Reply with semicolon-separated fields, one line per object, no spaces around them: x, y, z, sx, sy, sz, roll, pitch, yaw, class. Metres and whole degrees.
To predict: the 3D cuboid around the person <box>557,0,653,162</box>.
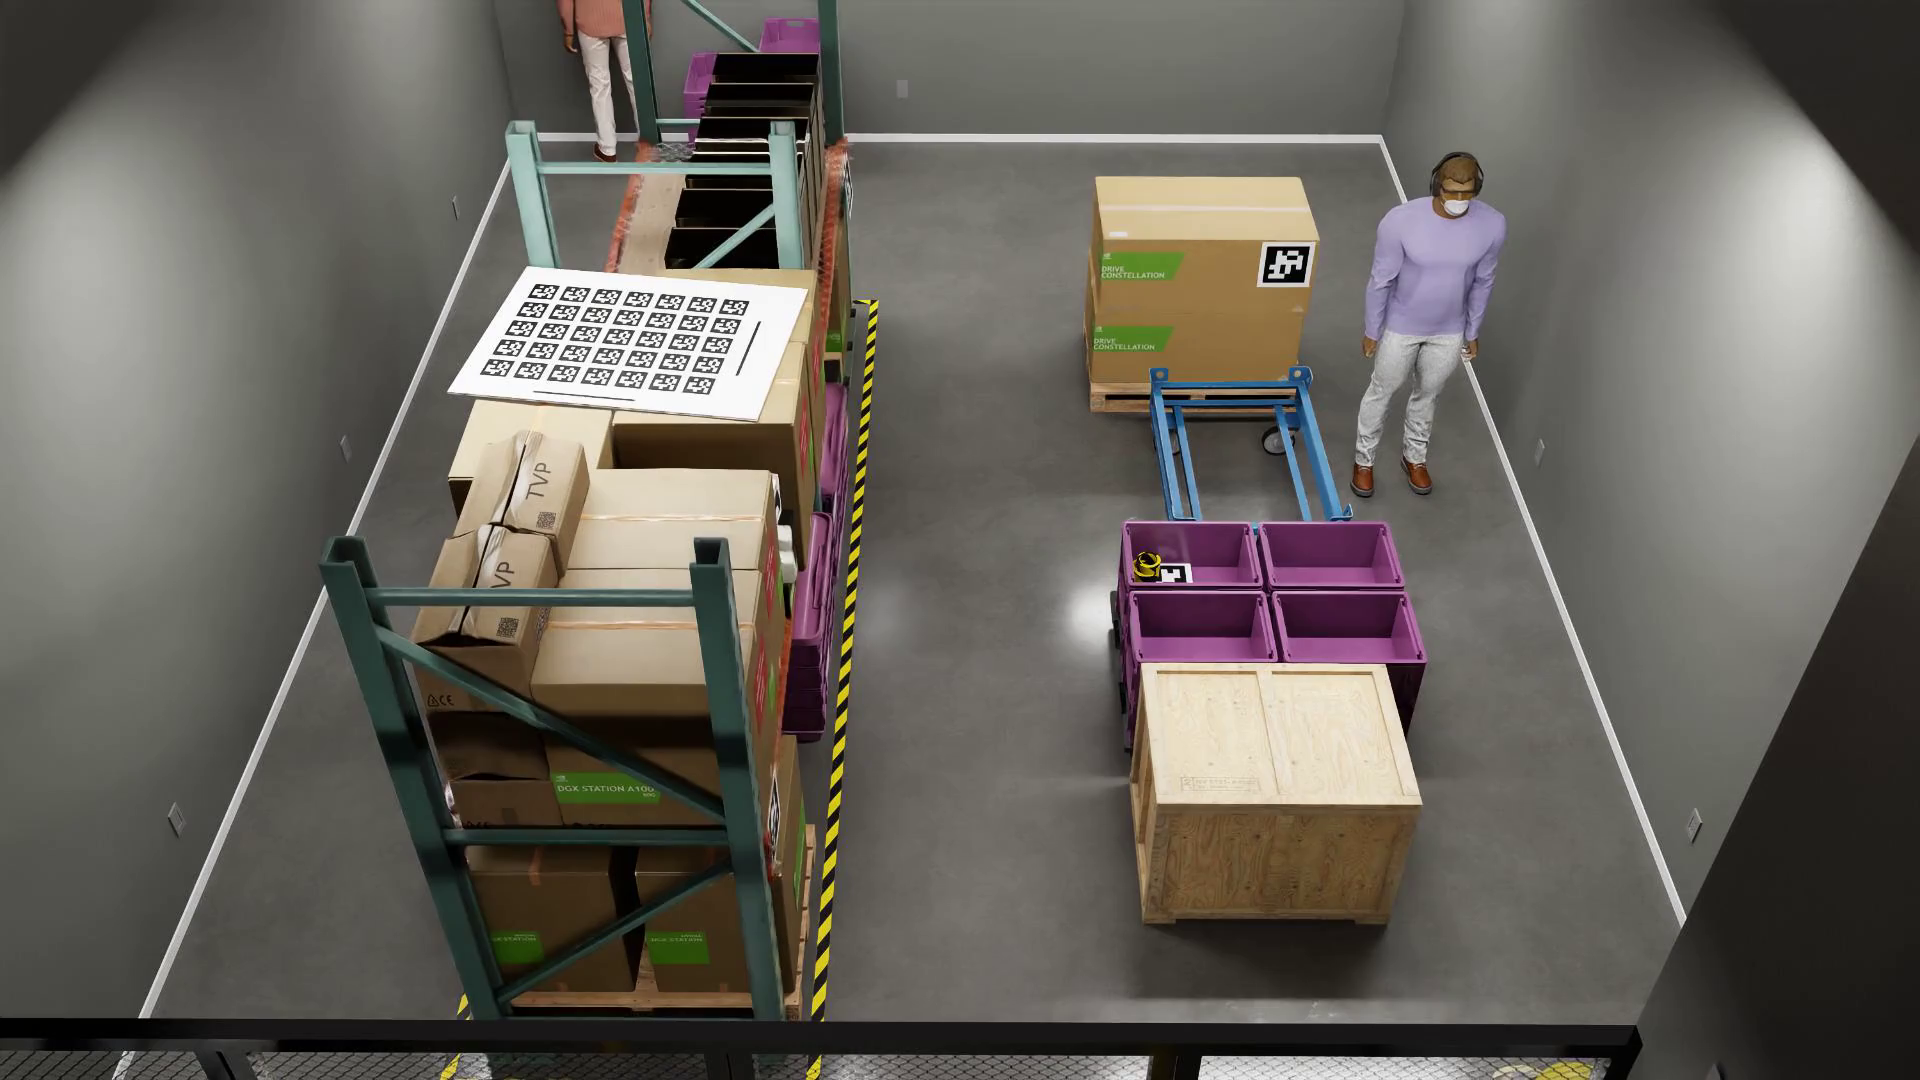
-2.334;-3.430;10.982;0.622;1.993;0.383;-16;44;-18;person

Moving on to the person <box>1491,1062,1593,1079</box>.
1.601;2.070;4.832;0.404;1.833;0.587;5;41;6;person

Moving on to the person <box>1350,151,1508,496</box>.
2.321;-1.063;8.326;0.631;1.940;0.372;-2;41;-2;person
